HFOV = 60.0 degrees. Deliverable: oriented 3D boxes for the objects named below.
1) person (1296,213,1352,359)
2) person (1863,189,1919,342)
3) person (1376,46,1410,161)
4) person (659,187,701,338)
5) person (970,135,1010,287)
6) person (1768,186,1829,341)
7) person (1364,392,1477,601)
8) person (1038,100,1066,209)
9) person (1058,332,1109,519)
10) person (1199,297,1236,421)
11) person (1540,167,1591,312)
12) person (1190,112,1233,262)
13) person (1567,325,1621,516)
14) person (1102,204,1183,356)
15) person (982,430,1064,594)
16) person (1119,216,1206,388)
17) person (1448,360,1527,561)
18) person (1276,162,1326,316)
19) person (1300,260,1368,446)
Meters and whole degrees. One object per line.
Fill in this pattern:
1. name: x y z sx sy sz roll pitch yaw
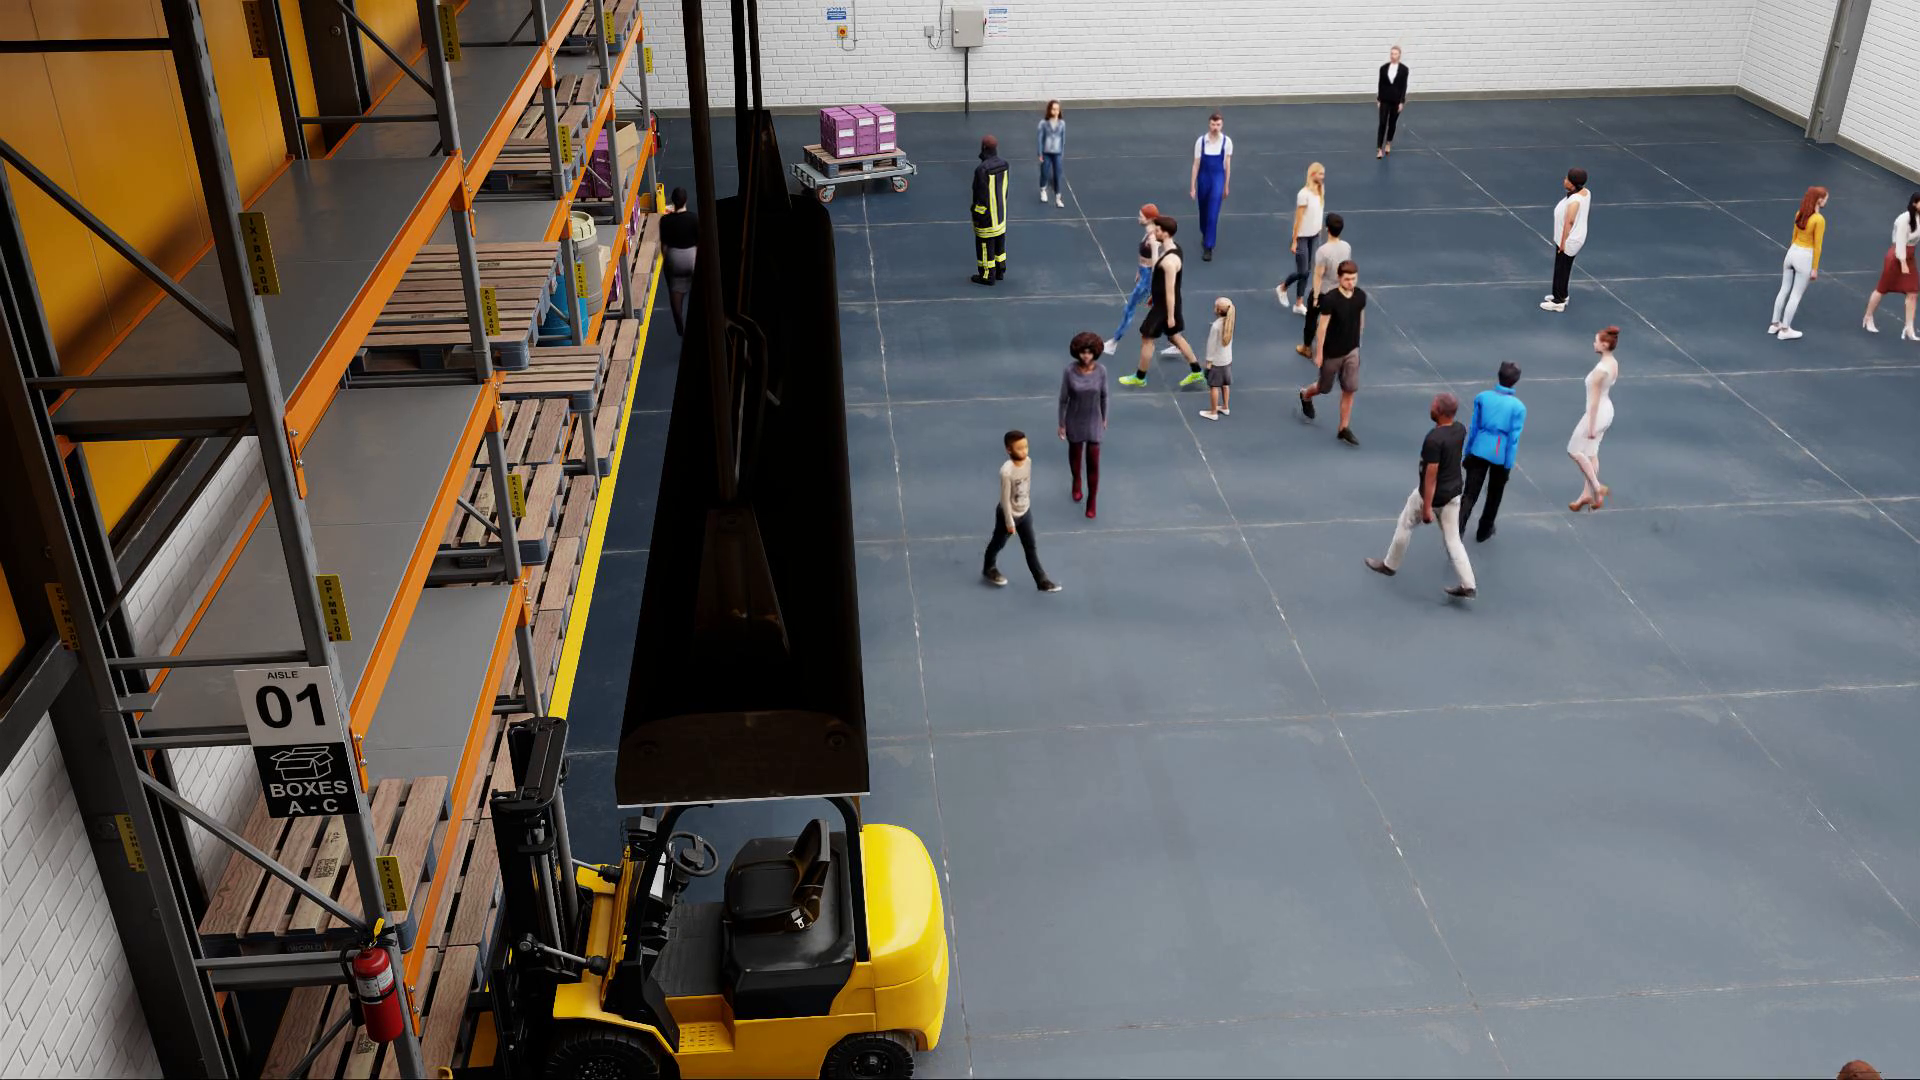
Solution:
1. person: 3.995 -2.624 17.821 0.807 1.686 1.173 -10 30 -17
2. person: 10.468 -3.117 18.687 0.813 1.722 1.002 -15 32 -25
3. person: 6.540 -6.601 25.145 0.869 1.656 1.126 9 30 16
4. person: -3.062 -3.025 18.498 0.648 1.742 0.881 -2 29 -3
5. person: 0.365 -4.040 20.276 0.920 1.821 0.855 21 35 33
6. person: 9.412 -3.109 18.644 0.683 1.749 0.564 -8 30 -15
7. person: 3.960 -0.304 13.502 1.131 1.750 1.322 -23 36 -35
8. person: 1.231 -5.364 23.102 0.622 1.439 1.017 -5 29 -9
9. person: 1.111 -1.101 15.029 0.693 1.686 0.990 3 29 5
10. person: 2.631 -1.845 16.824 0.653 1.274 0.598 25 37 38
11. person: 7.125 -3.548 19.516 0.822 1.685 0.748 18 34 30
12. person: 3.196 -4.548 21.225 0.897 1.803 1.332 5 29 9
13. person: 5.751 -1.028 14.795 0.834 1.782 0.773 21 35 34
14. person: 2.131 -2.751 18.018 0.776 1.720 1.234 2 29 4
15. person: 0.386 -0.233 13.708 1.039 1.427 0.976 22 36 35
16. person: 2.236 -2.435 17.301 0.976 1.852 1.174 7 29 13
17. person: 4.466 -0.653 14.120 1.078 1.770 1.180 17 33 29
18. person: 3.940 -3.502 19.311 0.836 1.801 0.906 -24 36 -36
19. person: 3.671 -1.891 16.324 0.877 1.833 1.189 -11 31 -19
